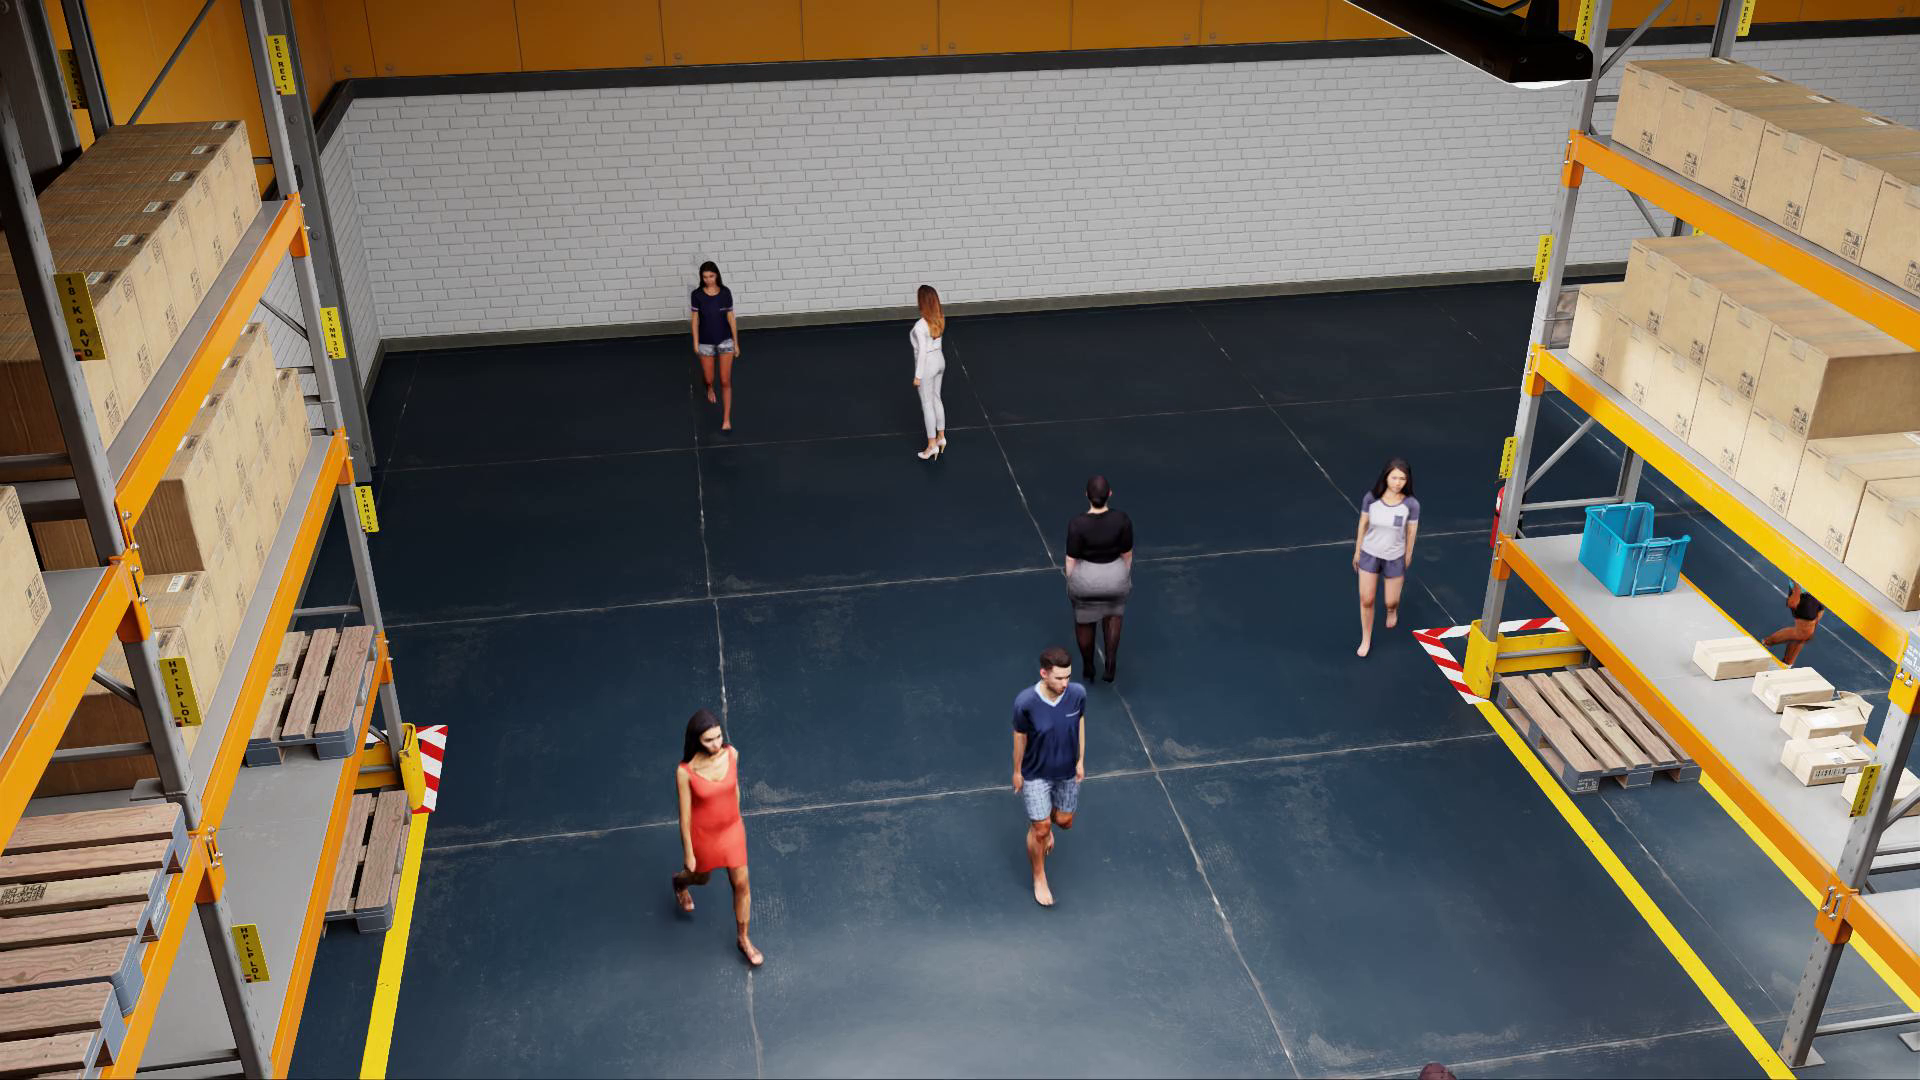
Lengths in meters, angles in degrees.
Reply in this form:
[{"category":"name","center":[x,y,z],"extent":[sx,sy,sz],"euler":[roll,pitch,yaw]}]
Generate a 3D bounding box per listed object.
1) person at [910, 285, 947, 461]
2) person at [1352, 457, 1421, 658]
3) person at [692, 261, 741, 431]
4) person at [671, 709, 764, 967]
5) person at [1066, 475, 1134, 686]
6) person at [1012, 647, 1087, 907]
[{"category":"person","center":[-0.295,-1.622,16.094],"extent":[0.727,1.767,0.645],"euler":[14,32,24]},{"category":"person","center":[3.339,0.089,13.033],"extent":[0.825,1.695,0.912],"euler":[13,31,22]},{"category":"person","center":[-2.480,-2.013,16.838],"extent":[0.604,1.742,0.858],"euler":[-6,29,-11]},{"category":"person","center":[-1.534,1.733,10.024],"extent":[0.948,1.690,1.165],"euler":[-21,35,-34]},{"category":"person","center":[1.057,0.368,12.469],"extent":[0.694,1.746,0.795],"euler":[-3,29,-5]},{"category":"person","center":[0.547,1.393,10.513],"extent":[0.668,1.820,0.926],"euler":[-7,29,-13]}]
